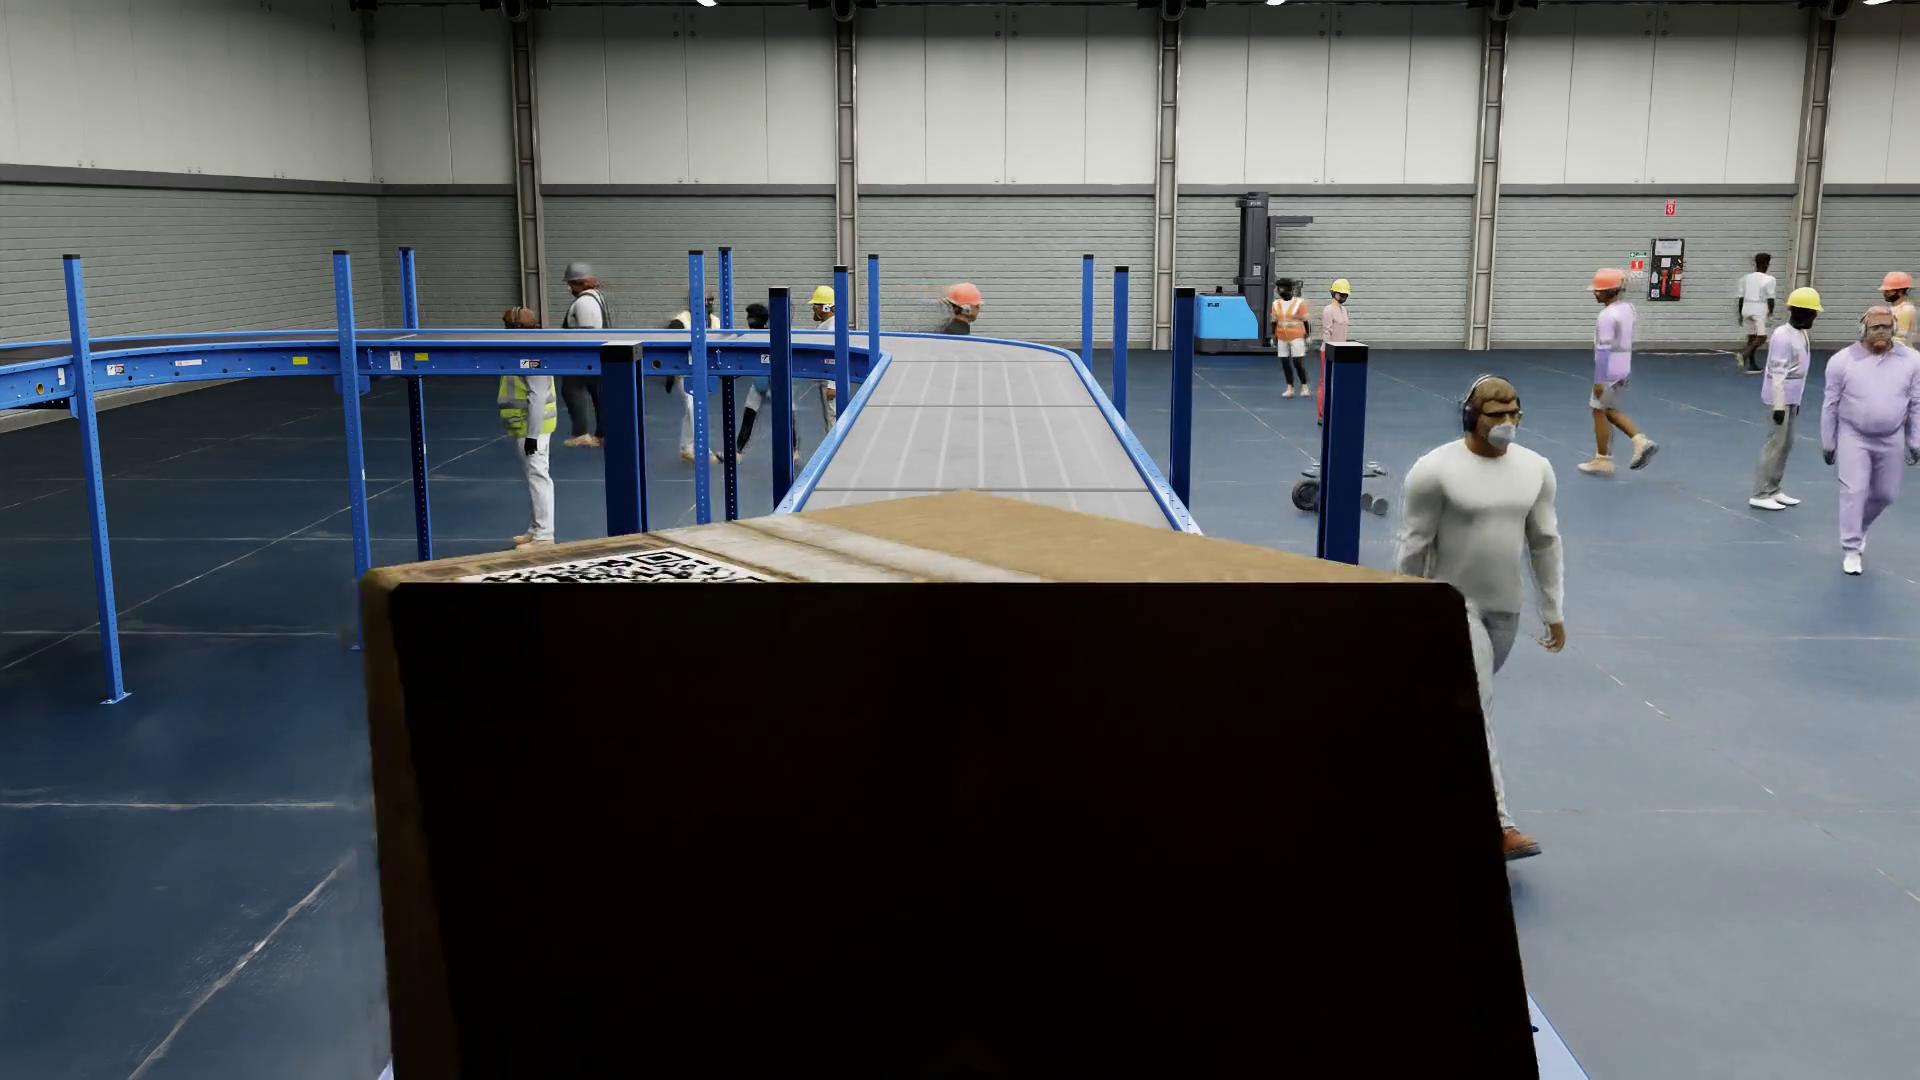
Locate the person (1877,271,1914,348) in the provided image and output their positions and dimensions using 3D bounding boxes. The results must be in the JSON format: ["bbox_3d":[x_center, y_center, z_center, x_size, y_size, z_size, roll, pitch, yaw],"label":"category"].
[{"bbox_3d":[9.908,-1.892,17.735,0.387,1.926,0.579,4,12,18],"label":"person"}]

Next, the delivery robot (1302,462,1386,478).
[{"bbox_3d":[3.273,-0.662,14.155,0.698,0.223,0.335,-3,11,-13],"label":"delivery robot"}]

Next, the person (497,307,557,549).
[{"bbox_3d":[-3.235,-0.820,12.463,0.430,1.840,0.625,-3,11,-16],"label":"person"}]

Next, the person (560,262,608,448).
[{"bbox_3d":[-4.133,-2.008,18.155,0.642,2.000,0.702,1,11,4],"label":"person"}]

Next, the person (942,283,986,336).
[{"bbox_3d":[-0.083,-1.190,14.064,0.931,1.963,0.615,-2,11,-11],"label":"person"}]

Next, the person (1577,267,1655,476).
[{"bbox_3d":[6.358,-1.616,16.085,0.619,2.019,0.653,10,15,42],"label":"person"}]

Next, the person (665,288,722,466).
[{"bbox_3d":[-2.599,-1.635,16.786,0.874,1.794,0.636,8,14,36],"label":"person"}]

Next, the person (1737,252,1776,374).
[{"bbox_3d":[12.717,-3.633,26.643,0.711,1.947,0.613,-6,13,-30],"label":"person"}]

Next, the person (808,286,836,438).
[{"bbox_3d":[-1.296,-1.567,16.310,0.404,1.834,0.592,-2,11,-11],"label":"person"}]

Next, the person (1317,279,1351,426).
[{"bbox_3d":[4.528,-2.257,20.052,0.328,1.761,0.523,8,14,36],"label":"person"}]

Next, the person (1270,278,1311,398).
[{"bbox_3d":[4.566,-2.800,23.069,0.551,1.660,0.422,9,14,39],"label":"person"}]

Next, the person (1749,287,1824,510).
[{"bbox_3d":[7.157,-1.221,14.357,0.420,1.912,0.603,9,14,40],"label":"person"}]

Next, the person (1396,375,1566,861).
[{"bbox_3d":[2.112,0.278,6.705,0.651,1.884,1.012,-3,11,-15],"label":"person"}]

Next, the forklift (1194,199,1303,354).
[{"bbox_3d":[5.313,-4.851,30.603,1.873,2.768,1.129,0,11,1],"label":"forklift"}]

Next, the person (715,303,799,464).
[{"bbox_3d":[-1.990,-1.527,16.571,0.935,1.636,0.554,-9,14,-39],"label":"person"}]

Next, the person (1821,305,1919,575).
[{"bbox_3d":[6.506,-0.739,11.919,0.644,1.889,0.758,3,11,13],"label":"person"}]
